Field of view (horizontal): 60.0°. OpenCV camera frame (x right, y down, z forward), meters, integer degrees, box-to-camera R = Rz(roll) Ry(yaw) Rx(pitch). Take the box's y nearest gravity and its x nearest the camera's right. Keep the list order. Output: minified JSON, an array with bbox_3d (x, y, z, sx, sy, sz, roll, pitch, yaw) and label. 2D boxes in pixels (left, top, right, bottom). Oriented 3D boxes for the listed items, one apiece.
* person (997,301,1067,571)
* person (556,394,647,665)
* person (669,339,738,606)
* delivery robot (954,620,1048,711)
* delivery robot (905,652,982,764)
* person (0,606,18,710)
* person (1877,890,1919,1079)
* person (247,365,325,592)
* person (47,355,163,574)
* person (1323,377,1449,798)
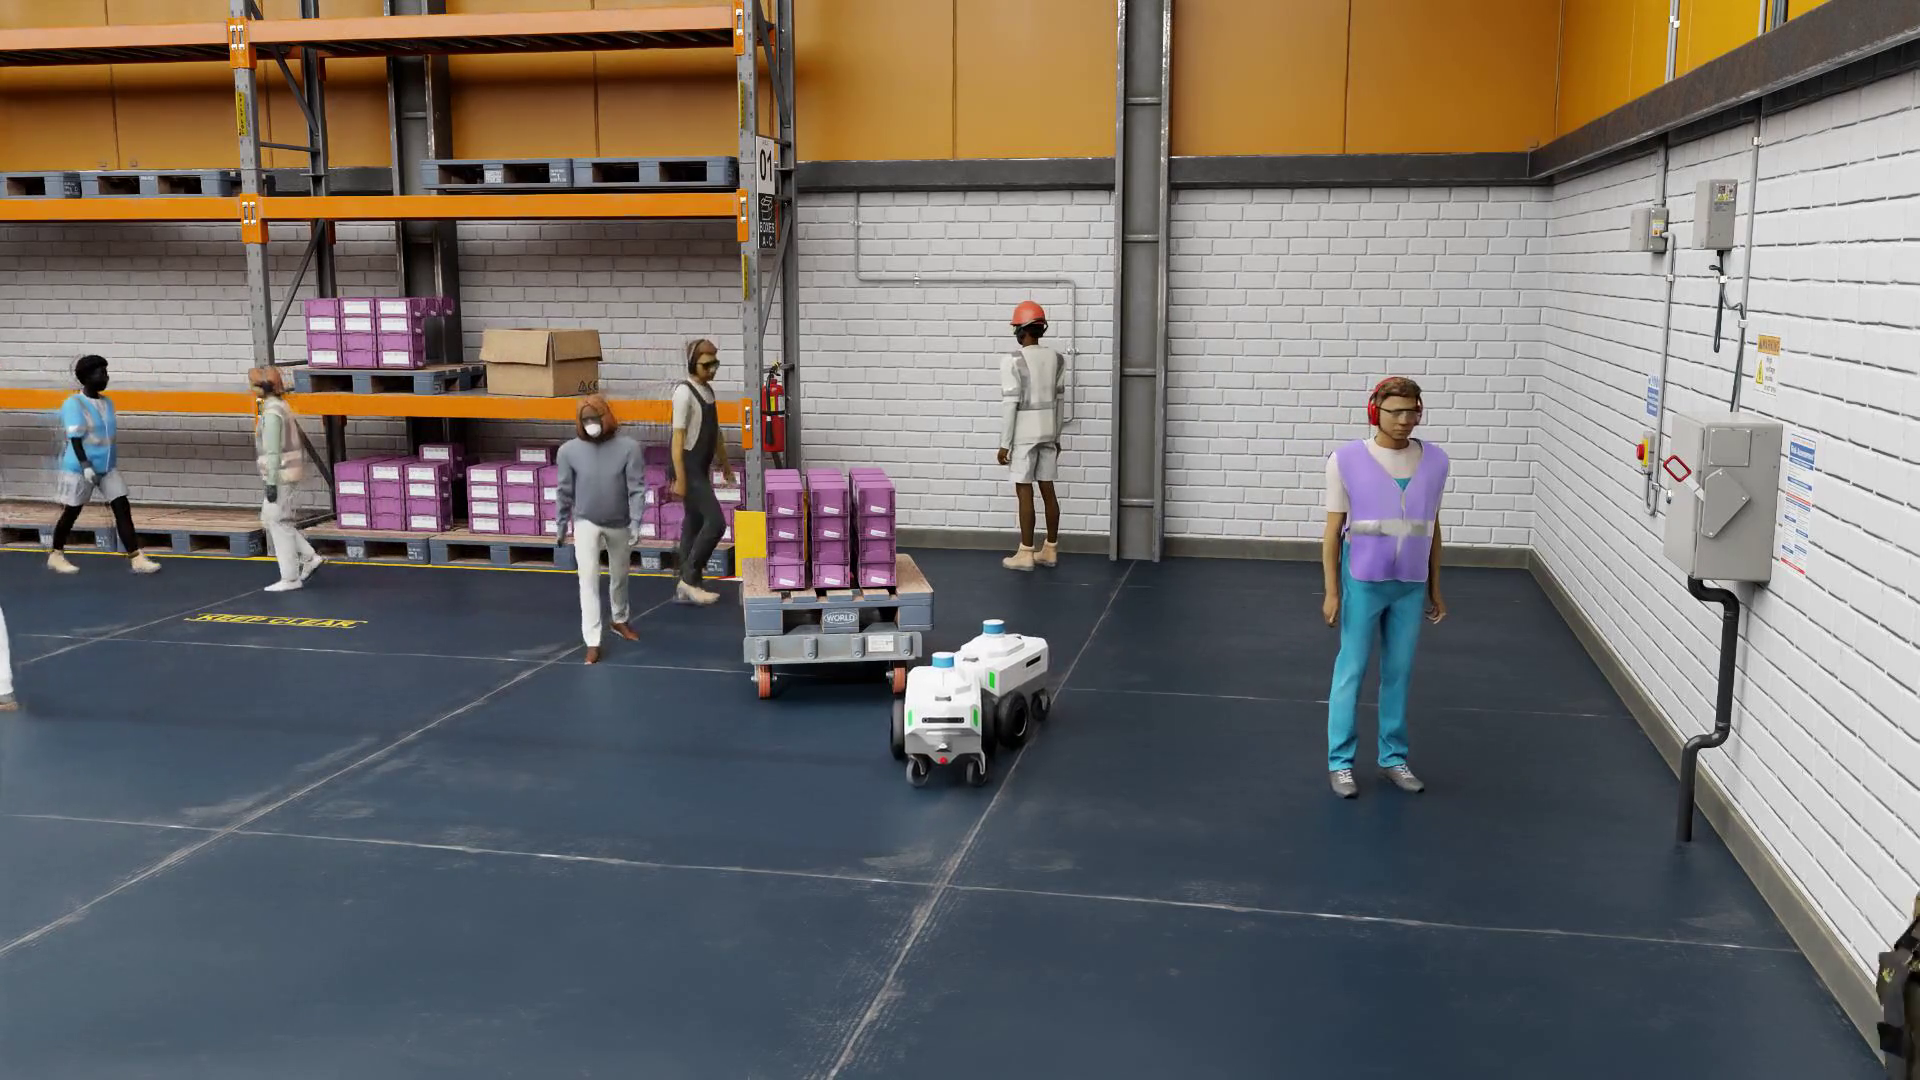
[{"bbox_3d":[0.526,-0.787,12.640,0.609,2.044,0.394,-7,12,-37],"label":"person"},{"bbox_3d":[-2.142,-0.103,9.944,0.525,1.575,0.791,-2,10,-14],"label":"person"},{"bbox_3d":[-1.757,-0.446,11.241,0.449,1.820,0.550,1,9,4],"label":"person"},{"bbox_3d":[0.165,0.639,8.243,0.477,0.478,0.707,5,10,25],"label":"delivery robot"},{"bbox_3d":[-0.076,0.754,7.552,0.477,0.478,0.707,0,9,0],"label":"delivery robot"},{"bbox_3d":[-5.245,-0.015,8.550,0.672,1.859,0.583,1,9,6],"label":"person"},{"bbox_3d":[0.848,1.180,1.232,0.663,1.907,0.813,-1,10,-8],"label":"person"},{"bbox_3d":[-4.789,-0.424,11.697,0.362,1.618,0.535,-3,10,-16],"label":"person"},{"bbox_3d":[-6.475,-0.550,12.380,0.862,1.655,0.538,2,10,15],"label":"person"},{"bbox_3d":[1.849,0.201,7.293,0.572,1.840,0.373,-2,10,-13],"label":"person"}]
